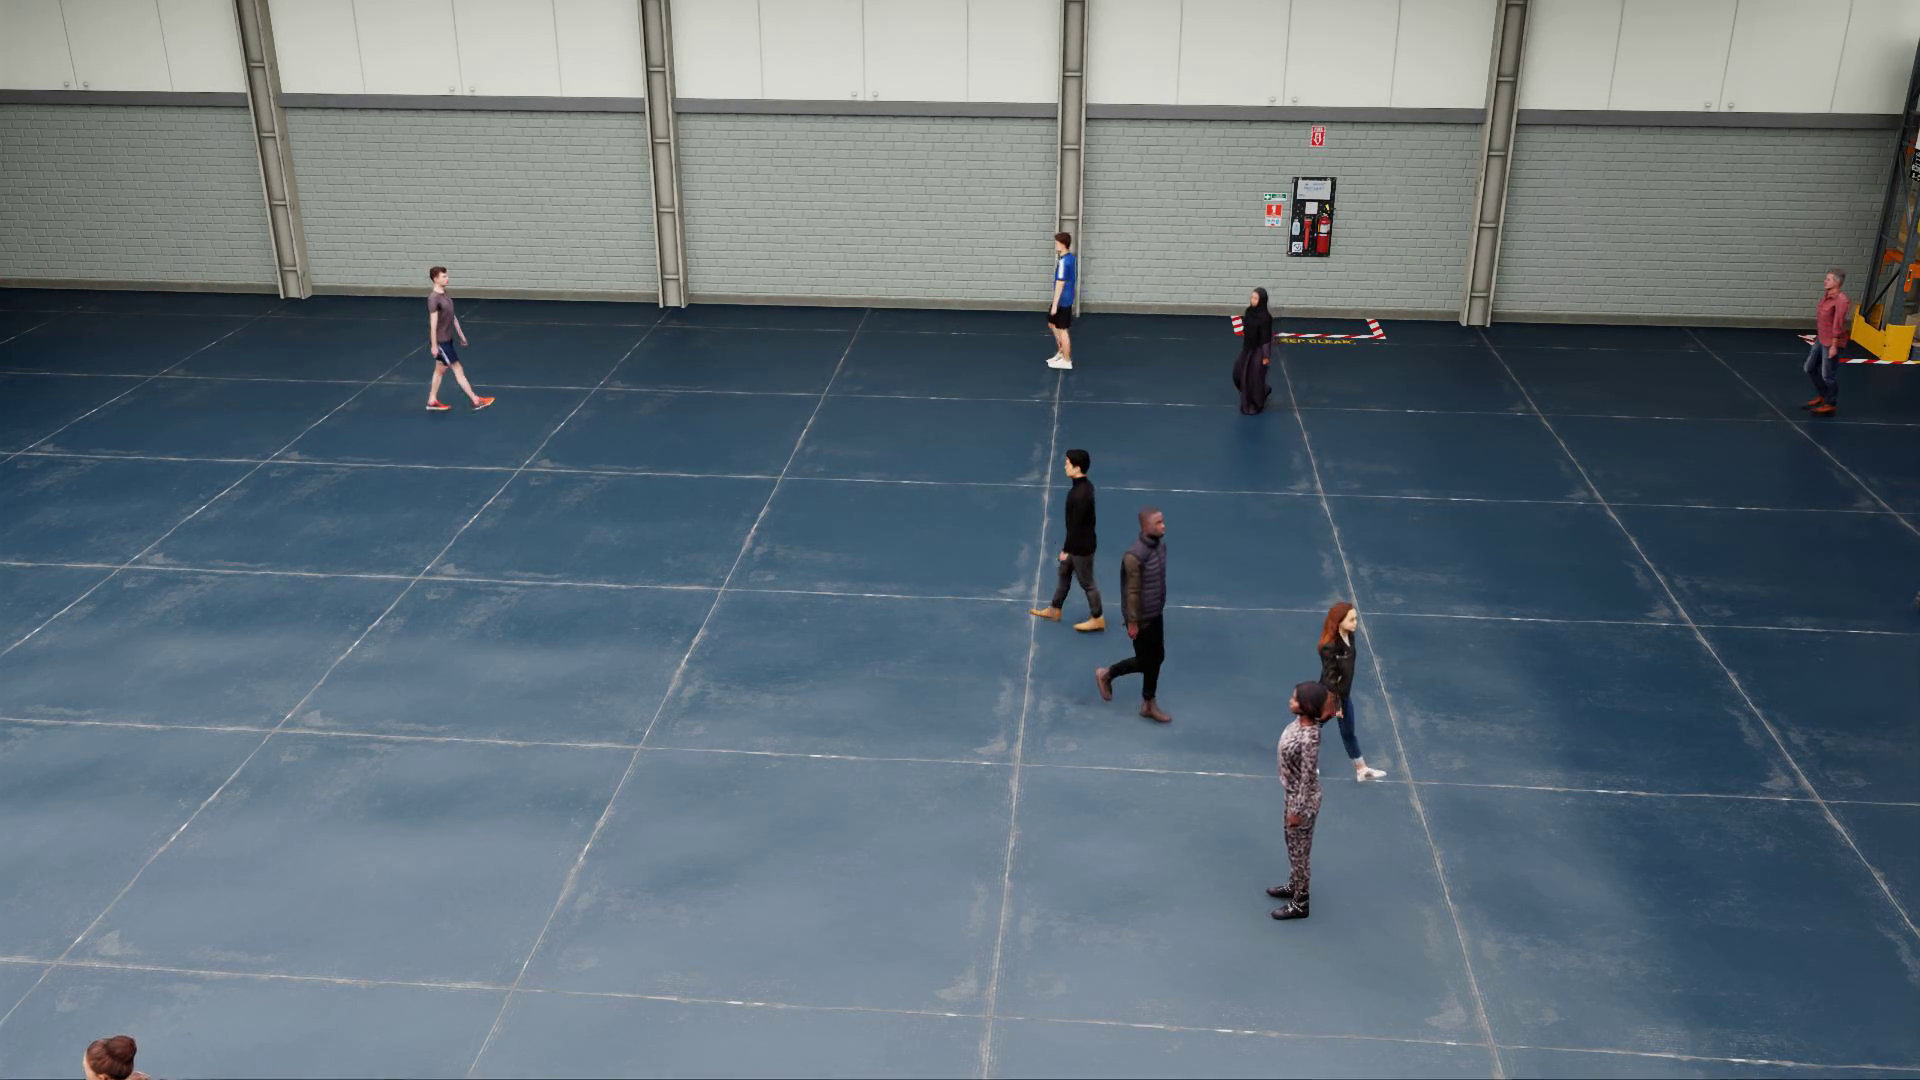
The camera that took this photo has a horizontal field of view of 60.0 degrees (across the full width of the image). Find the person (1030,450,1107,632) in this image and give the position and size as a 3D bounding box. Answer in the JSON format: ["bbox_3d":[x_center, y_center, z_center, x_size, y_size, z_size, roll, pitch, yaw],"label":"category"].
[{"bbox_3d":[1.146,0.026,14.760,0.912,1.699,0.666,1,23,2],"label":"person"}]

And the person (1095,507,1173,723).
[{"bbox_3d":[1.409,0.585,13.287,1.080,1.823,0.976,17,28,34],"label":"person"}]

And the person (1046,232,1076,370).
[{"bbox_3d":[1.448,-3.174,22.083,0.596,1.857,0.692,3,23,7],"label":"person"}]

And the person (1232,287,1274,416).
[{"bbox_3d":[3.689,-2.345,20.459,0.930,1.603,0.840,-11,25,-24],"label":"person"}]

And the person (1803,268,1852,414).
[{"bbox_3d":[10.694,-2.420,20.381,0.673,1.801,0.695,1,23,3],"label":"person"}]

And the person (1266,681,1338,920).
[{"bbox_3d":[2.218,1.687,10.836,0.550,1.713,0.564,3,23,6],"label":"person"}]

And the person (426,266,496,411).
[{"bbox_3d":[-6.415,-2.428,20.389,1.129,1.811,0.726,0,23,1],"label":"person"}]

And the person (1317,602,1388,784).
[{"bbox_3d":[2.728,1.137,12.473,1.016,1.444,0.910,21,31,40],"label":"person"}]
